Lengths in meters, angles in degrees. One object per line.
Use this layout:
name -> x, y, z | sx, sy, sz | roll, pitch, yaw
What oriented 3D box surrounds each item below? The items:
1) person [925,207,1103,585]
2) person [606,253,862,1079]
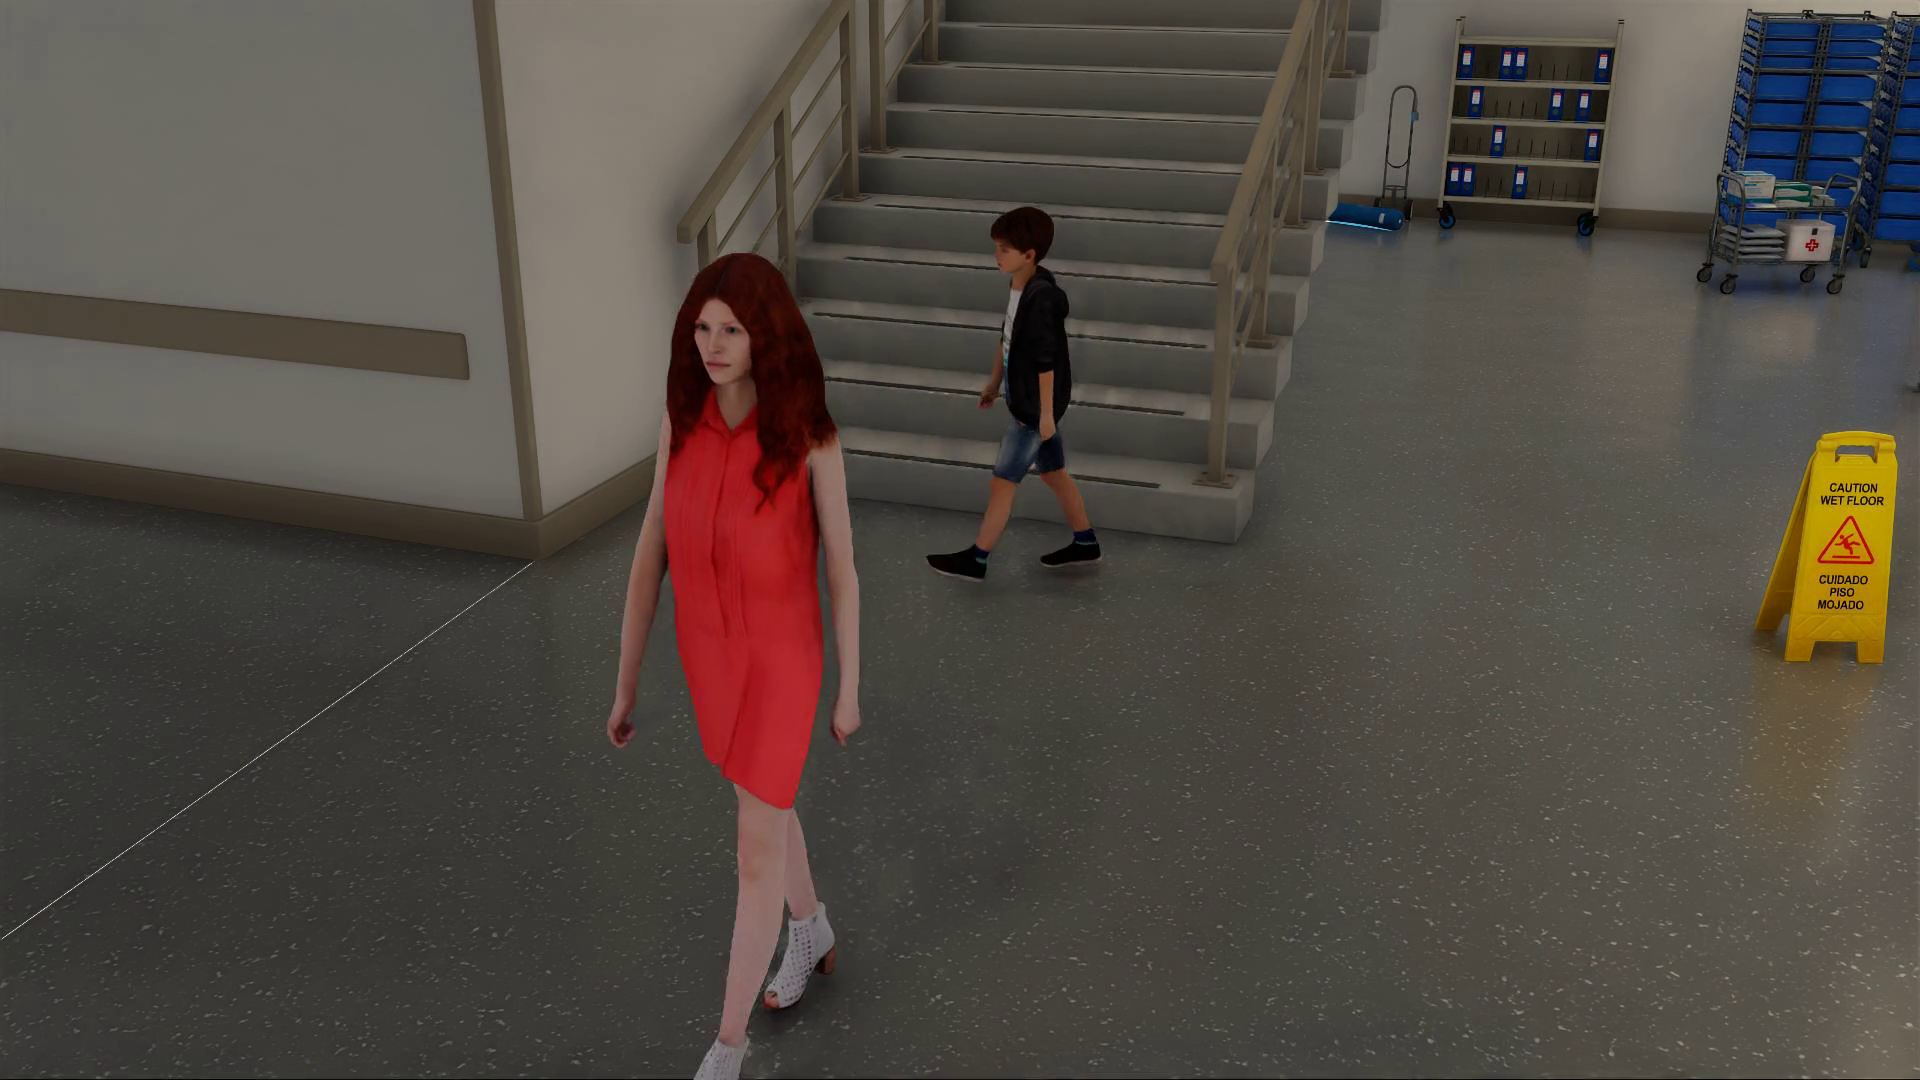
person -> 0.333, -0.515, 6.233 | 0.863, 1.414, 0.948 | -2, 21, -6
person -> -0.399, 0.281, 3.593 | 0.725, 1.796, 1.062 | 12, 24, 28
